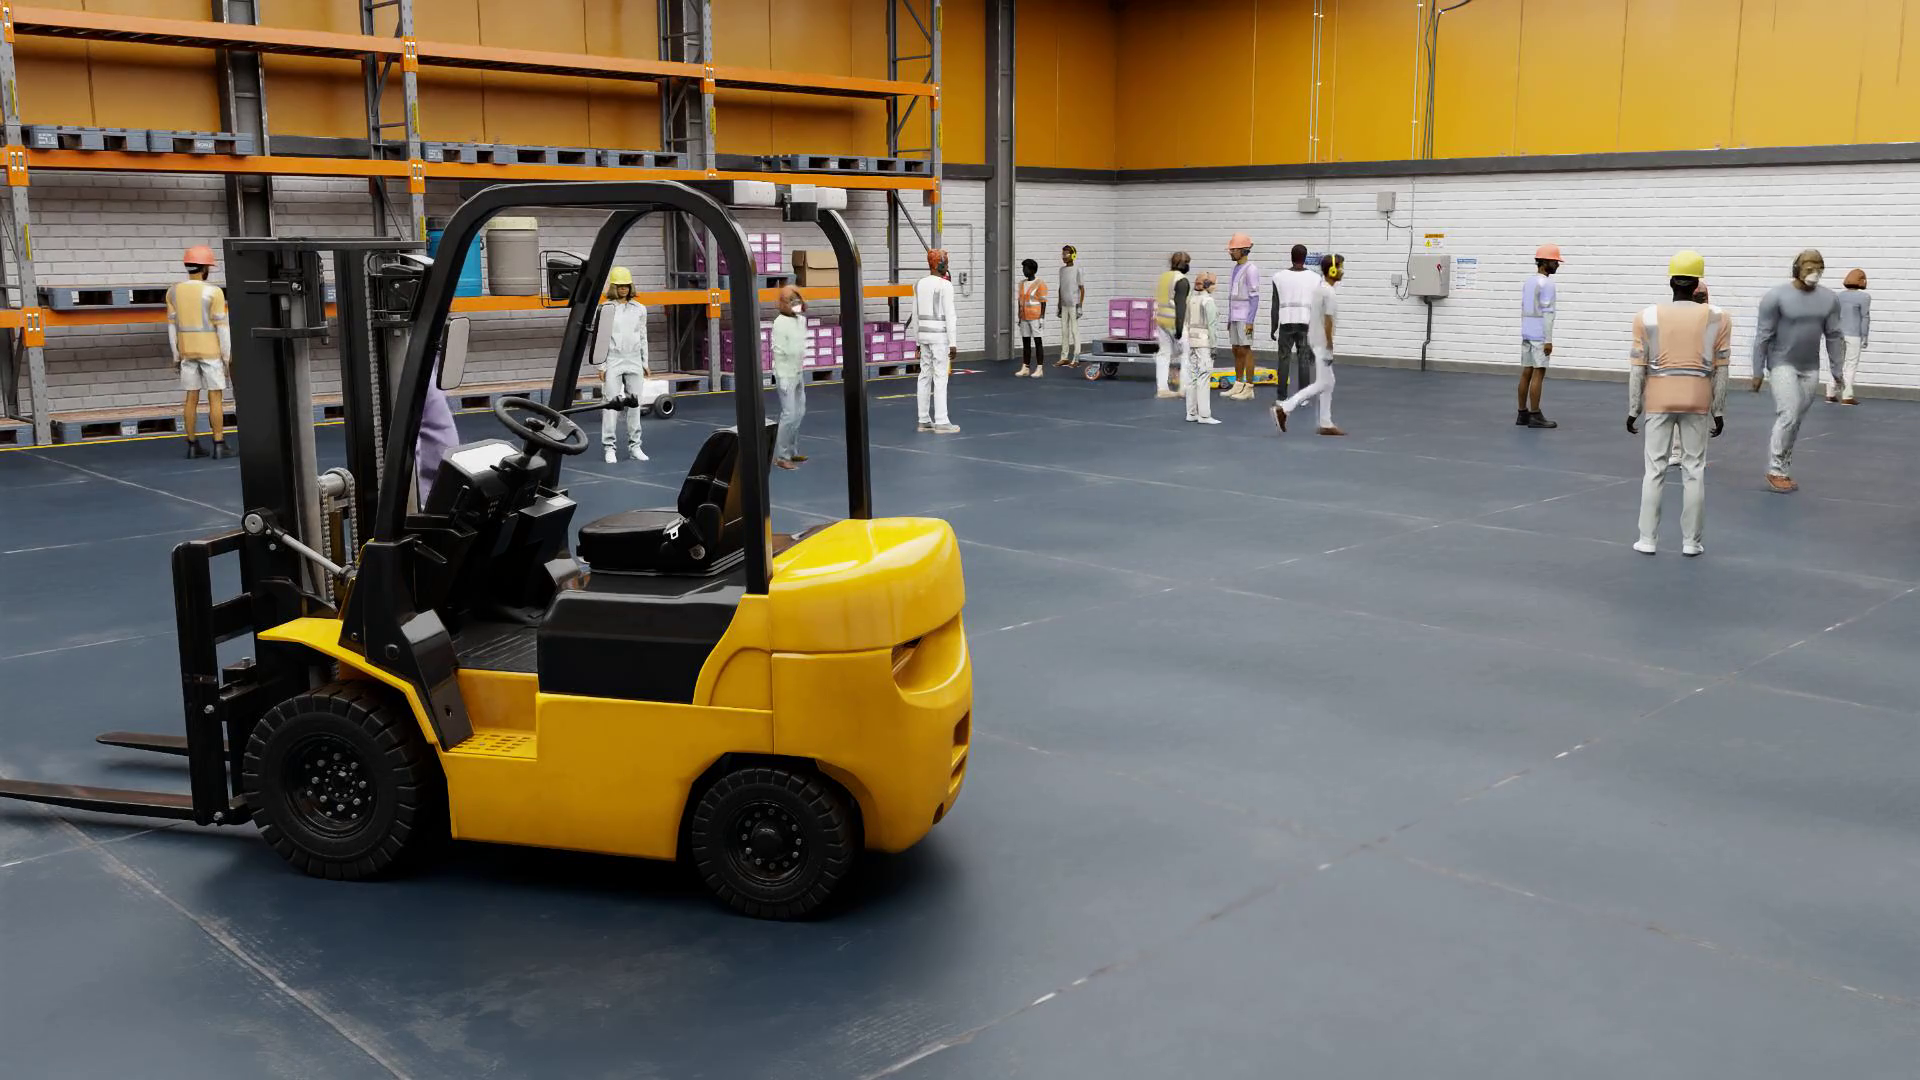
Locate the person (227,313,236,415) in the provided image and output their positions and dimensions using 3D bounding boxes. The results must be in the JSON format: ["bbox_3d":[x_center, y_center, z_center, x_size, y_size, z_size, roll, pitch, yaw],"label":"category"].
[{"bbox_3d":[-4.714,-0.982,11.366,0.528,1.869,0.313,0,10,2],"label":"person"}]

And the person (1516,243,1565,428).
[{"bbox_3d":[6.127,-2.152,17.568,0.376,1.934,0.547,-1,10,-7],"label":"person"}]

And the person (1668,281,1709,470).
[{"bbox_3d":[6.346,-1.426,14.444,0.310,1.631,0.509,-2,11,-12],"label":"person"}]

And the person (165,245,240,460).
[{"bbox_3d":[-6.850,-1.692,15.054,0.551,1.935,0.373,1,10,7],"label":"person"}]

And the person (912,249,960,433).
[{"bbox_3d":[-0.251,-2.039,17.091,0.337,1.882,0.583,-9,14,-42],"label":"person"}]

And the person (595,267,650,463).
[{"bbox_3d":[-3.003,-1.562,14.871,0.492,1.742,0.315,-7,12,-33],"label":"person"}]

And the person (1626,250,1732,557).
[{"bbox_3d":[4.522,-0.853,10.503,0.585,1.929,0.370,4,11,19],"label":"person"}]

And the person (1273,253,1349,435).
[{"bbox_3d":[3.555,-1.954,16.742,0.739,1.852,0.537,0,10,0],"label":"person"}]

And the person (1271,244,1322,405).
[{"bbox_3d":[4.005,-2.554,19.829,0.589,1.914,0.389,1,10,7],"label":"person"}]

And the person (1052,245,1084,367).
[{"bbox_3d":[1.686,-3.586,25.579,0.330,1.867,0.512,-10,14,-42],"label":"person"}]

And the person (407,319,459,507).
[{"bbox_3d":[-2.344,-0.165,6.893,0.536,1.884,0.815,-4,11,-20],"label":"person"}]

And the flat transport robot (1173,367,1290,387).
[{"bbox_3d":[3.649,-2.192,22.324,1.431,0.197,0.652,-5,11,-24],"label":"flat transport robot"}]

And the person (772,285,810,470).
[{"bbox_3d":[-1.448,-1.406,14.408,0.400,1.596,0.638,4,11,21],"label":"person"}]

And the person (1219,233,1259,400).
[{"bbox_3d":[3.432,-2.735,20.455,0.391,2.041,0.615,-3,11,-16],"label":"person"}]

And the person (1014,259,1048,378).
[{"bbox_3d":[1.018,-3.157,23.716,0.325,1.689,0.536,-10,14,-42],"label":"person"}]

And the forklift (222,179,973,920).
[{"bbox_3d":[-1.114,-0.058,5.440,2.313,2.155,1.214,2,11,13],"label":"forklift"}]

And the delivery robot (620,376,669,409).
[{"bbox_3d":[-3.563,-1.639,18.278,0.477,0.478,0.707,10,14,44],"label":"delivery robot"}]

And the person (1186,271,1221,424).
[{"bbox_3d":[2.611,-2.065,17.901,0.310,1.639,0.514,-4,11,-20],"label":"person"}]

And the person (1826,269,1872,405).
[{"bbox_3d":[10.643,-2.424,19.910,0.286,1.626,0.499,-4,11,-21],"label":"person"}]

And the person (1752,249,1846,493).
[{"bbox_3d":[6.599,-1.316,13.067,0.650,1.910,0.657,-2,11,-9],"label":"person"}]

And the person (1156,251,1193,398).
[{"bbox_3d":[2.741,-2.676,20.734,0.628,1.818,0.629,-4,11,-23],"label":"person"}]
